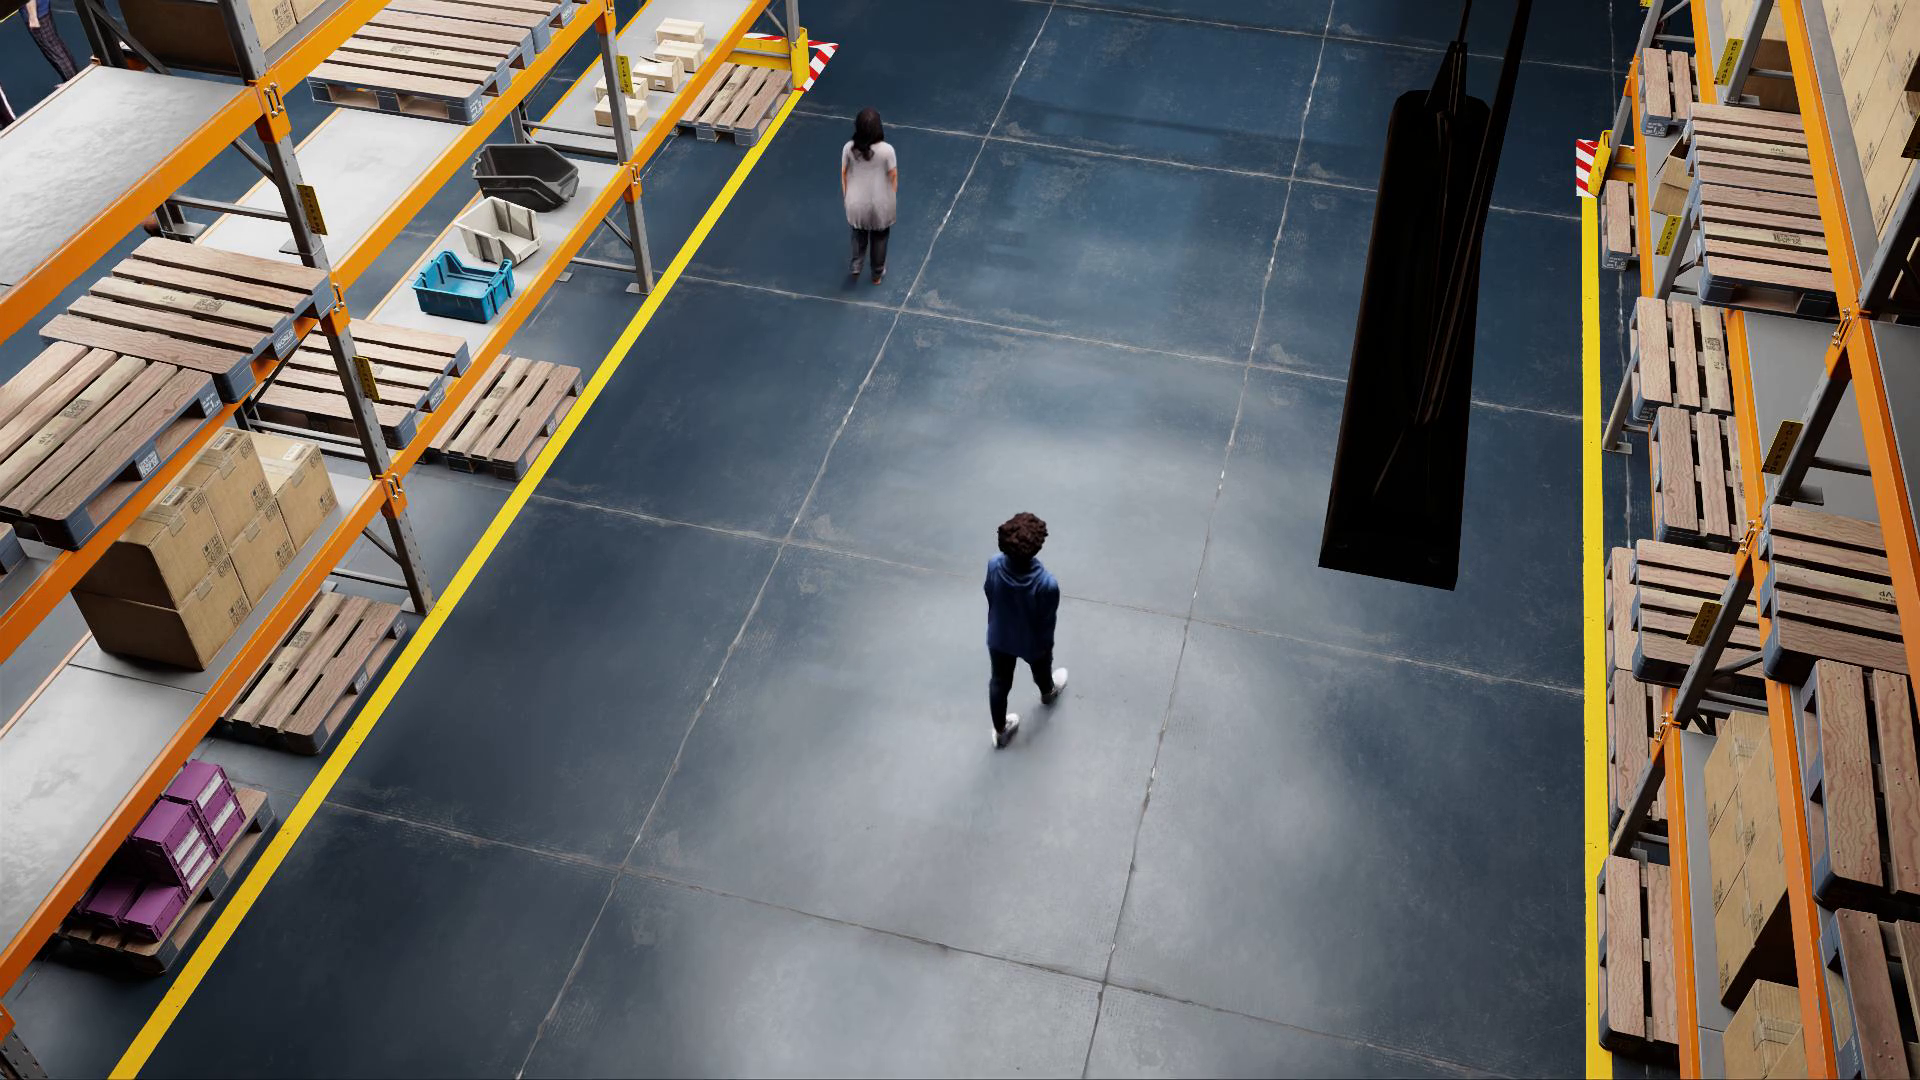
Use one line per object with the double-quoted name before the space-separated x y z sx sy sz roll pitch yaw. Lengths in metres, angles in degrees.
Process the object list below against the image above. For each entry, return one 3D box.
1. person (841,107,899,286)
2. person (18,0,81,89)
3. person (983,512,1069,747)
"person" -0.779 -2.861 14.098 0.628 1.596 0.647 8 44 9
"person" -9.100 -5.223 16.378 0.799 1.871 0.687 -14 45 -14
"person" 0.325 0.622 10.306 0.838 1.783 1.046 21 47 20
